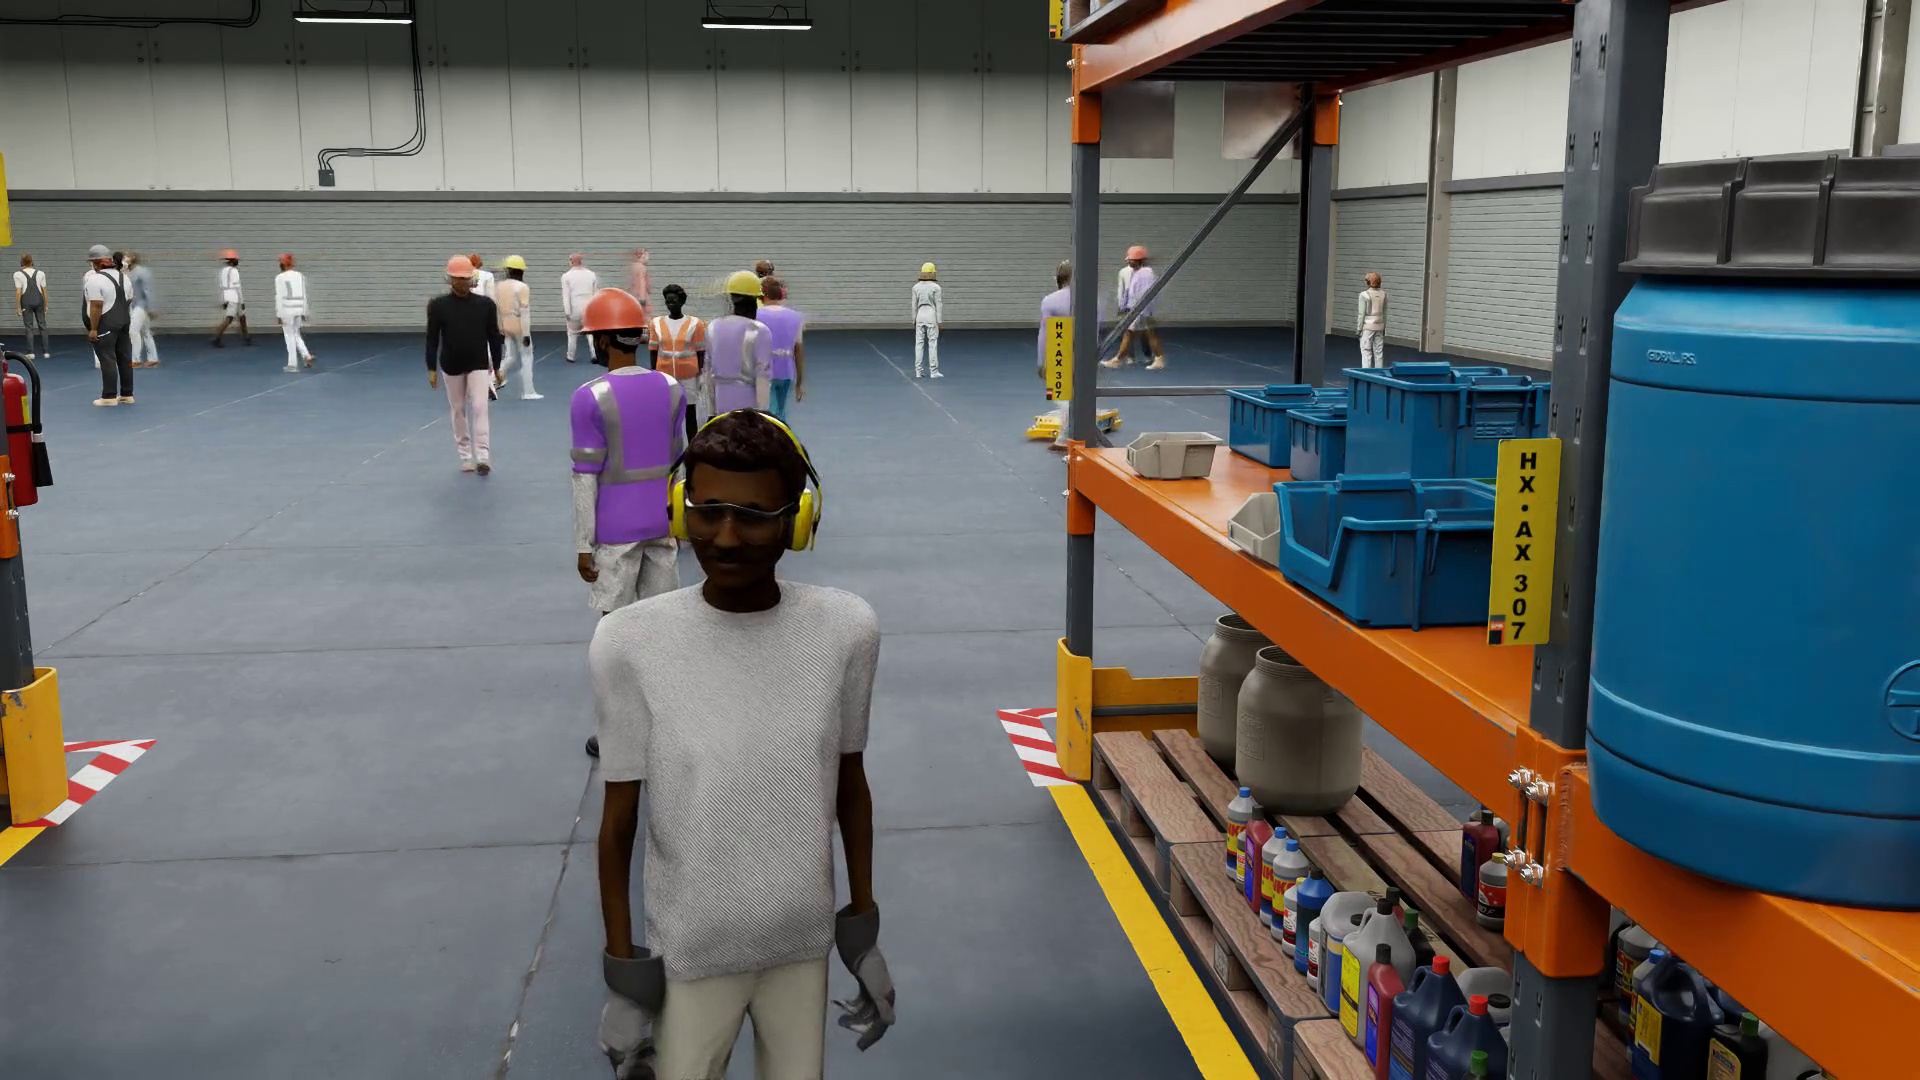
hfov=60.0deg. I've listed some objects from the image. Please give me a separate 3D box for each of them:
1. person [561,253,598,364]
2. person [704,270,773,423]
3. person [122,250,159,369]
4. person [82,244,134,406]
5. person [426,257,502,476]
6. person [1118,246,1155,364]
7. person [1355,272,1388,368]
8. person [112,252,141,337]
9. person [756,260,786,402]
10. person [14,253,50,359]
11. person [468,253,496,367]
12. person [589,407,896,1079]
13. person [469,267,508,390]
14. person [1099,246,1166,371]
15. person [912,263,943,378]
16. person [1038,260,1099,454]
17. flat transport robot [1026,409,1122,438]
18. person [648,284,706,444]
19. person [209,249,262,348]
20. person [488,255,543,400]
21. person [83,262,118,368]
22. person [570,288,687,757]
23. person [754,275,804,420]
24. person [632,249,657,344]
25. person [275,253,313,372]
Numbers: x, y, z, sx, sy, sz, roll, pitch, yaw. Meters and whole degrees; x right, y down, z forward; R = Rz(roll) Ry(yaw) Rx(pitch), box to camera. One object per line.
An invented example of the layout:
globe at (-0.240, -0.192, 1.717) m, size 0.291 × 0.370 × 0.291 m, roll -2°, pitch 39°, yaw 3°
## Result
person at (-6.398, -3.896, 28.046) m, size 0.633 × 1.863 × 1.020 m, roll -6°, pitch 12°, yaw -30°
person at (-1.583, -0.915, 11.573) m, size 0.599 × 1.907 × 0.792 m, roll 7°, pitch 12°, yaw 32°
person at (-13.418, -3.723, 26.948) m, size 0.635 × 1.910 × 0.828 m, roll 8°, pitch 13°, yaw 39°
person at (-10.856, -2.727, 21.120) m, size 0.537 × 2.000 × 0.679 m, roll 2°, pitch 11°, yaw 11°
person at (-4.418, -1.533, 14.826) m, size 0.656 × 1.943 × 0.993 m, roll -3°, pitch 11°, yaw -17°
person at (3.014, -3.975, 28.149) m, size 0.650 × 1.965 × 0.809 m, roll 5°, pitch 11°, yaw 23°
person at (5.816, -2.961, 23.508) m, size 0.524 × 1.639 × 0.306 m, roll -5°, pitch 12°, yaw -27°
person at (-17.464, -5.078, 34.656) m, size 0.655 × 1.801 × 0.936 m, roll 4°, pitch 11°, yaw 19°
person at (-2.501, -2.673, 21.397) m, size 0.623 × 1.837 × 0.428 m, roll 6°, pitch 12°, yaw 31°
person at (-16.281, -4.096, 29.181) m, size 0.504 × 1.840 × 0.345 m, roll -9°, pitch 14°, yaw -41°
person at (-7.776, -3.683, 26.851) m, size 0.612 × 1.857 × 0.708 m, roll -2°, pitch 10°, yaw -9°
person at (-0.348, 0.706, 2.789) m, size 0.519 × 1.865 × 0.335 m, roll -5°, pitch 11°, yaw -25°
person at (-6.644, -2.860, 22.751) m, size 0.531 × 1.716 × 0.920 m, roll 6°, pitch 12°, yaw 28°
person at (2.802, -3.666, 26.454) m, size 1.110 × 1.977 × 0.616 m, roll -1°, pitch 10°, yaw -6°
person at (-0.489, -3.342, 25.315) m, size 0.490 × 1.741 × 0.322 m, roll 5°, pitch 11°, yaw 26°
person at (1.097, -1.739, 16.074) m, size 0.638 × 1.913 × 0.840 m, roll -7°, pitch 12°, yaw -32°
flat transport robot at (1.253, -1.275, 18.014) m, size 0.652 × 0.197 × 1.431 m, roll 4°, pitch 11°, yaw 21°
person at (-2.628, -1.525, 15.475) m, size 0.537 × 1.695 × 0.320 m, roll 0°, pitch 10°, yaw 2°
person at (-14.067, -4.649, 32.070) m, size 0.988 × 1.900 × 0.553 m, roll -9°, pitch 14°, yaw -40°
person at (-5.828, -2.747, 21.620) m, size 0.590 × 1.905 × 0.781 m, roll 7°, pitch 13°, yaw 35°
person at (-13.985, -3.725, 27.153) m, size 0.624 × 1.840 × 0.430 m, roll 5°, pitch 12°, yaw 27°
person at (-1.366, -0.058, 6.820) m, size 0.384 × 1.930 × 0.540 m, roll 9°, pitch 14°, yaw 42°
person at (-1.674, -1.391, 14.465) m, size 0.596 × 1.793 × 0.962 m, roll -7°, pitch 12°, yaw -33°
person at (-6.283, -4.853, 33.187) m, size 0.544 × 1.885 × 0.686 m, roll -4°, pitch 11°, yaw -21°
person at (-10.582, -3.586, 26.285) m, size 0.424 × 1.873 × 0.599 m, roll 4°, pitch 11°, yaw 21°
